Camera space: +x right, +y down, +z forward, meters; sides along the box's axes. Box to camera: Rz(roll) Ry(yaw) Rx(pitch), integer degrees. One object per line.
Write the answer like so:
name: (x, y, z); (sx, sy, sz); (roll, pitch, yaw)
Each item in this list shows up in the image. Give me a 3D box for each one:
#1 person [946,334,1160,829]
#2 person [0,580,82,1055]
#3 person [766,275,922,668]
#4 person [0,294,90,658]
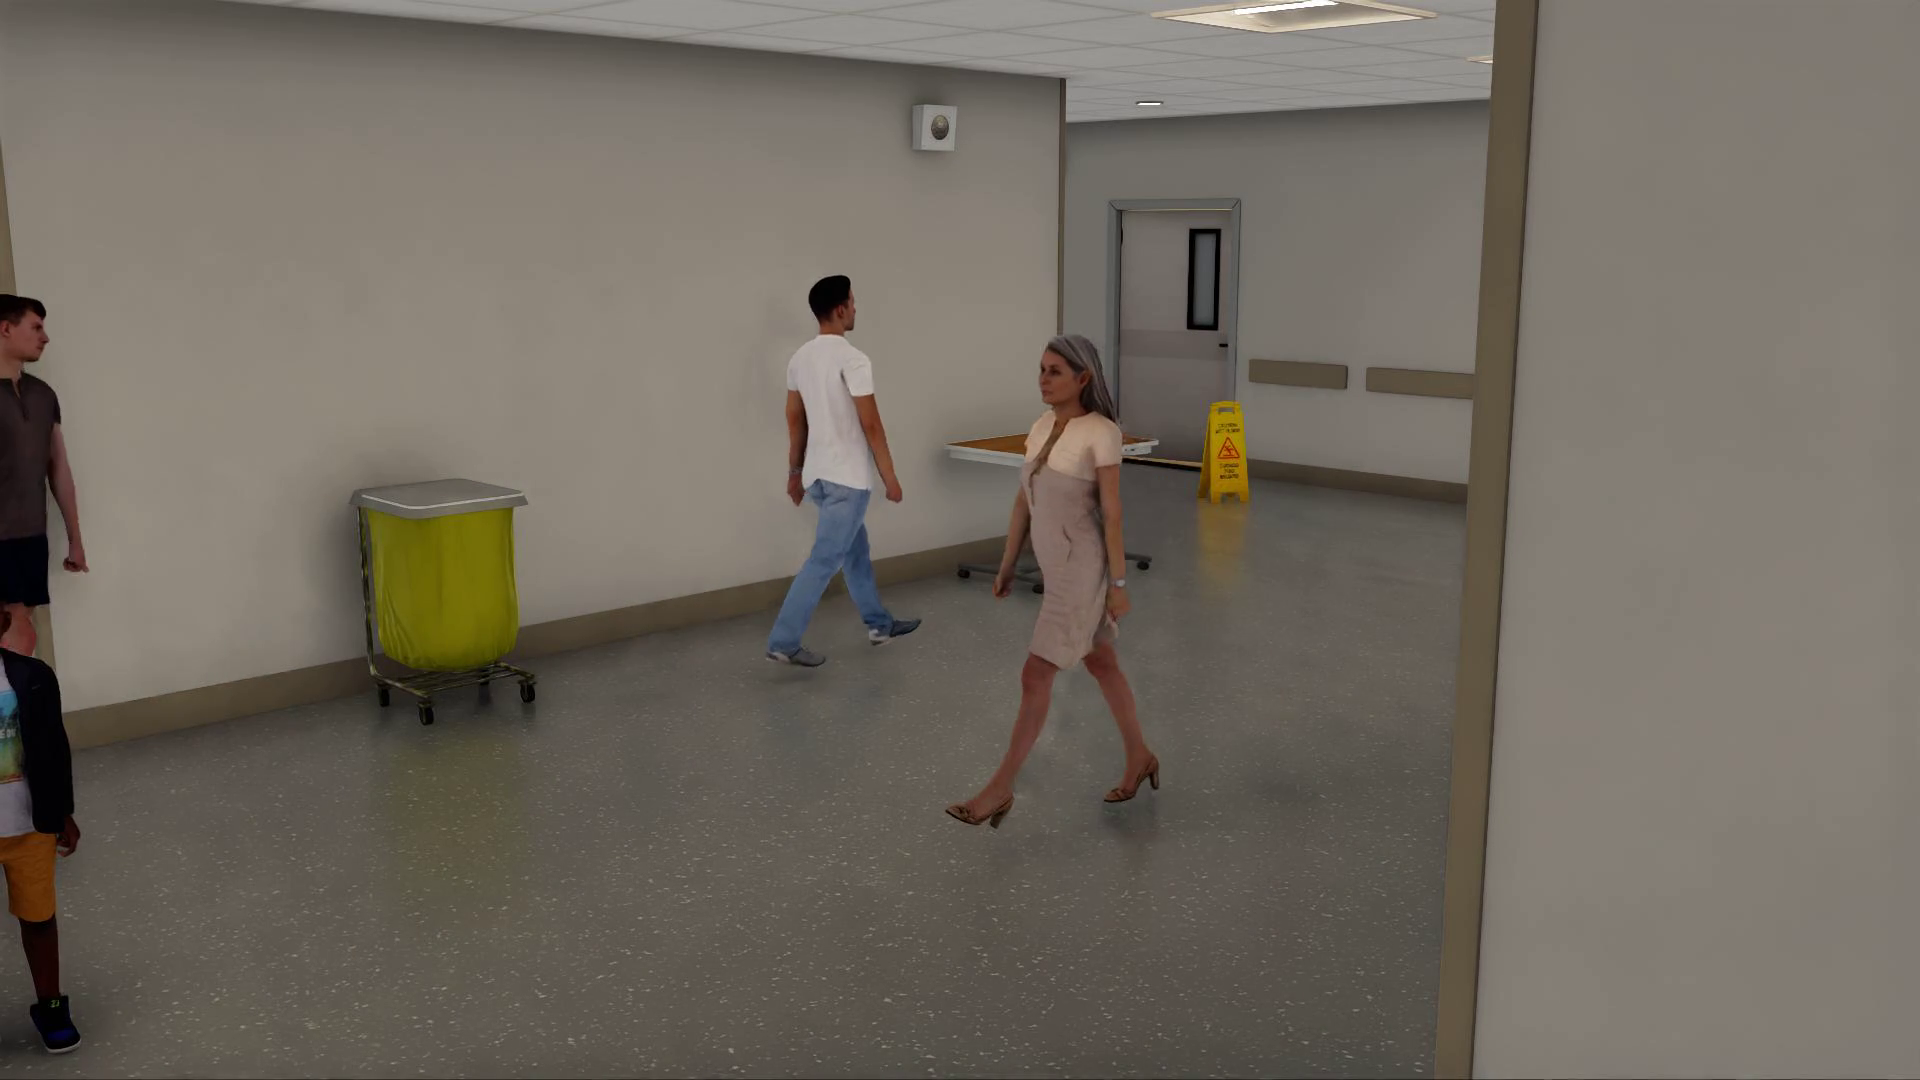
person: (0.466, 0.168, 5.819); (0.877, 1.686, 1.146); (-6, 12, -28)
person: (-2.438, 0.686, 4.200); (0.555, 1.271, 0.567); (-7, 13, -34)
person: (-0.637, -0.271, 7.777); (0.835, 1.817, 1.163); (-8, 14, -38)
person: (-3.688, 0.004, 6.303); (0.912, 1.827, 0.857); (5, 12, 23)
